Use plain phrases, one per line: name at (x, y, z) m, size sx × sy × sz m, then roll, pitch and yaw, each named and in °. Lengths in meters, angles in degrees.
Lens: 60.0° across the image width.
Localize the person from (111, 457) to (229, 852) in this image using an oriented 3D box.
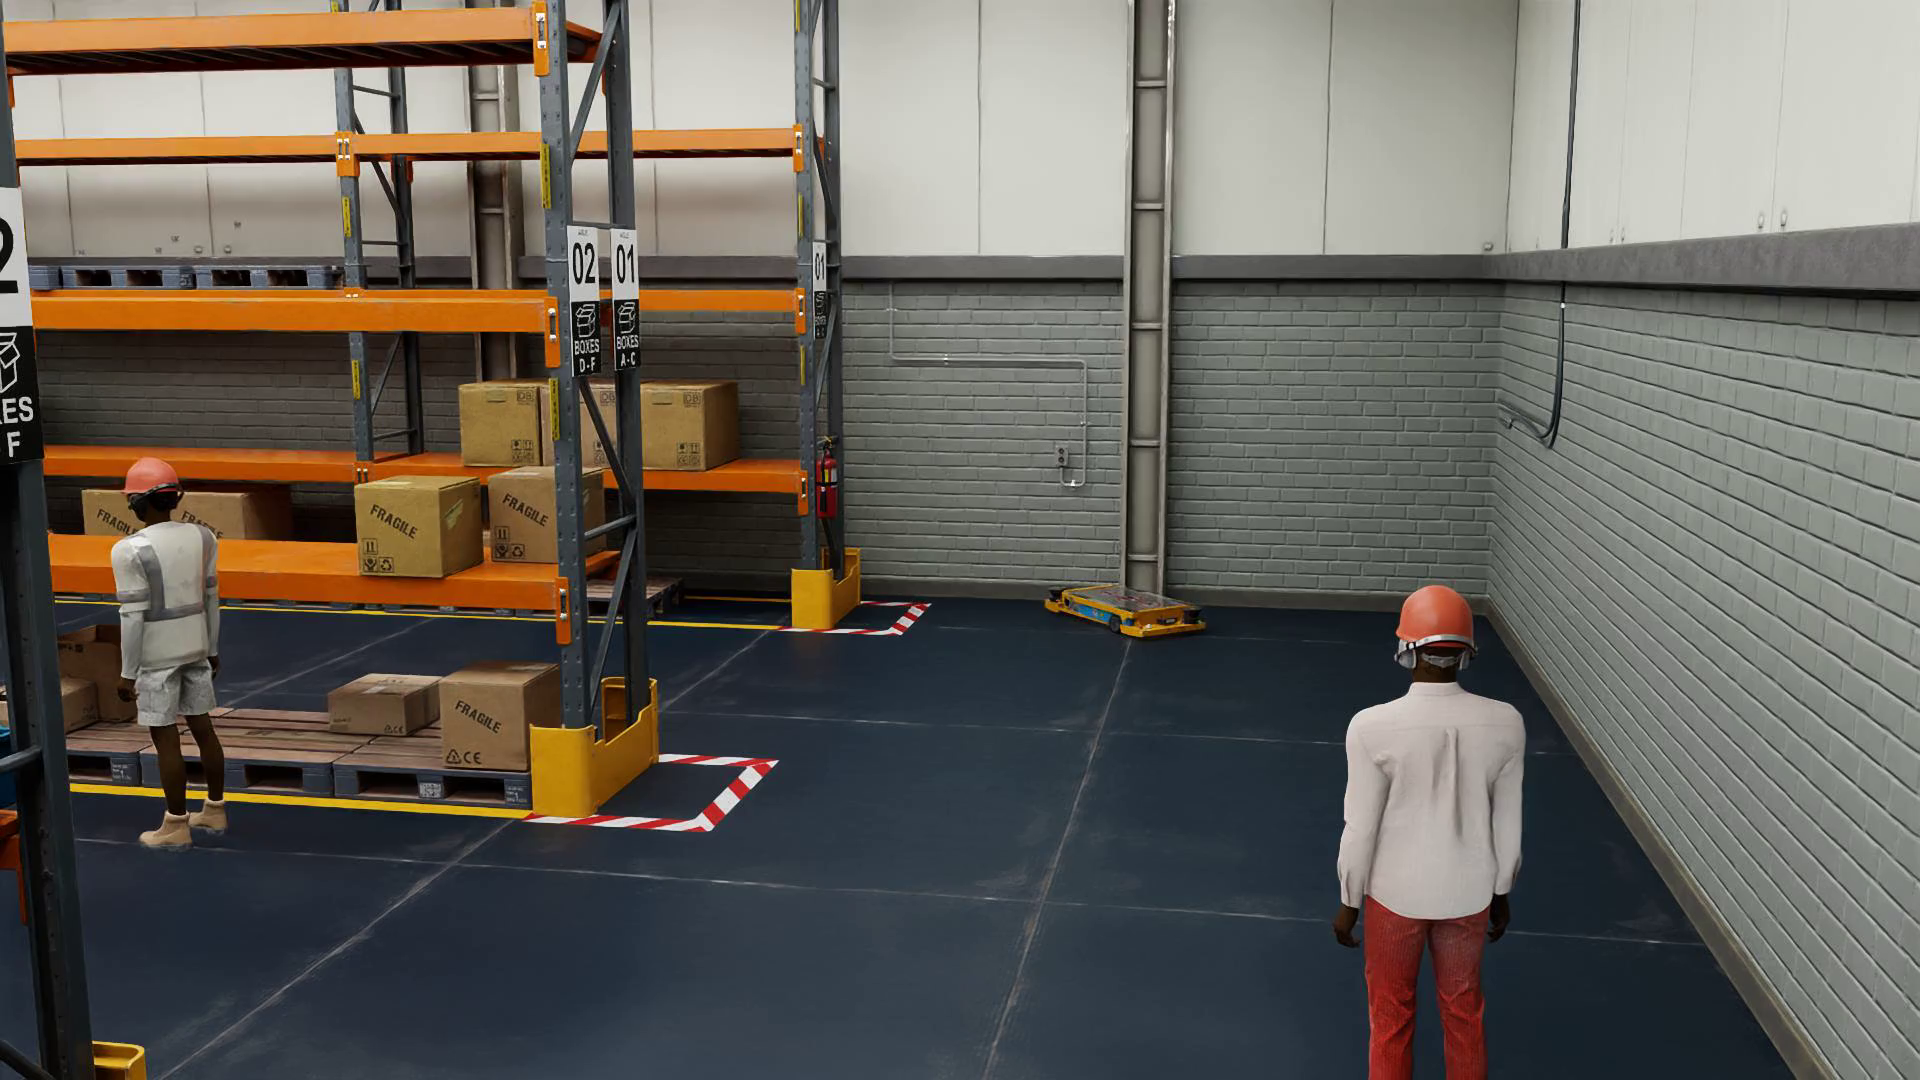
person at (-4.117, 0.589, 8.624) m, size 0.394 × 2.042 × 0.611 m, roll 4°, pitch 10°, yaw 23°

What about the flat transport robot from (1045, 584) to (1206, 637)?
flat transport robot at (1.387, 0.580, 14.163) m, size 0.652 × 0.197 × 1.431 m, roll -5°, pitch 11°, yaw -30°

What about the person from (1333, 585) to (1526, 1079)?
person at (1.511, 1.133, 5.398) m, size 0.622 × 1.994 × 0.381 m, roll -2°, pitch 9°, yaw -10°
